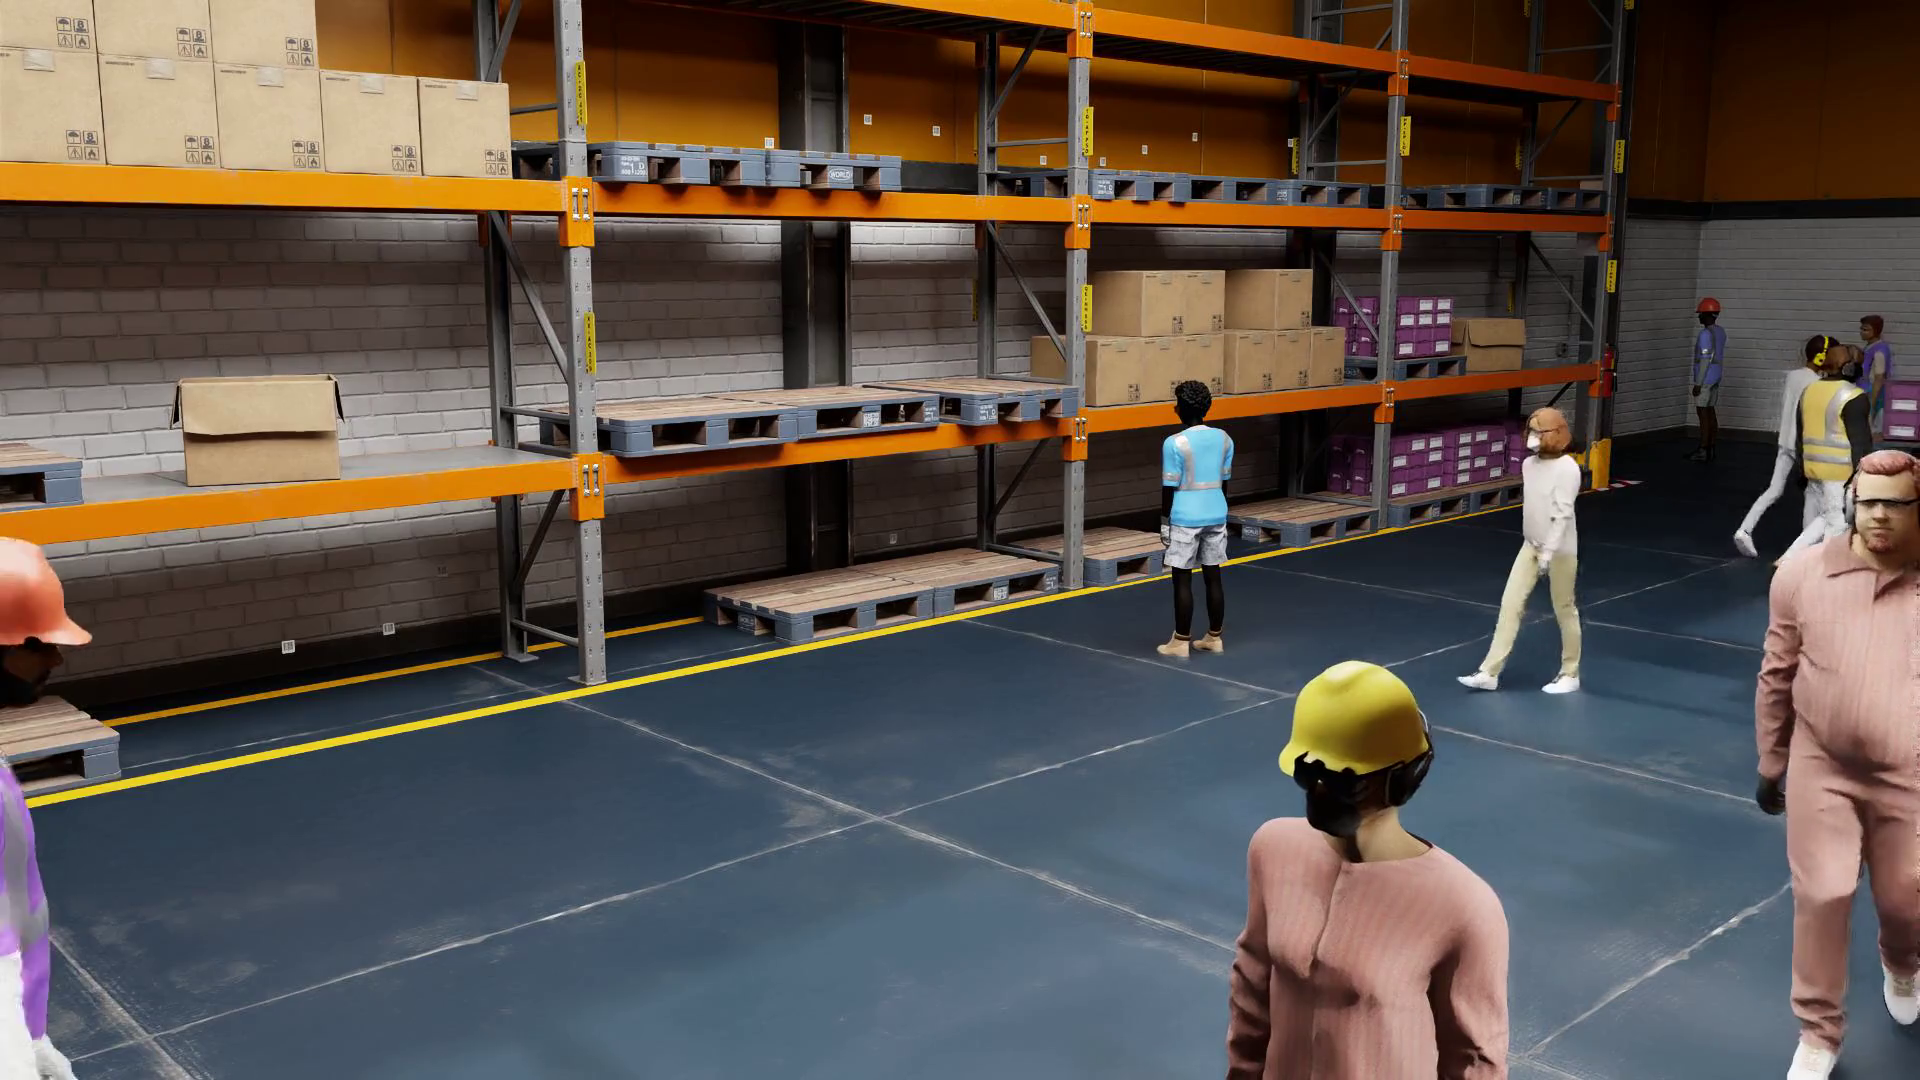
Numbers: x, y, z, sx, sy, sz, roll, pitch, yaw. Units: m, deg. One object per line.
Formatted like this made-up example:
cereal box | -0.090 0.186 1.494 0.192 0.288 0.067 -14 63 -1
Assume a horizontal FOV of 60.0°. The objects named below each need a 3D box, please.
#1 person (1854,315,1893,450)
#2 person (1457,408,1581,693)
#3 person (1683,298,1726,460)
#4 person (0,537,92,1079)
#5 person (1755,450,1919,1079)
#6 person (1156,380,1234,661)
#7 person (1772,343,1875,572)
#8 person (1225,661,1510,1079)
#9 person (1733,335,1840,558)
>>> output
person | 9.656 -1.473 17.614 0.464 1.814 0.622 4 10 21
person | 3.138 0.080 9.151 0.799 1.598 0.503 -4 10 -20
person | 8.910 -1.925 19.909 0.366 1.935 0.552 9 13 43
person | -1.848 0.944 3.177 0.454 1.912 0.562 -6 12 -33
person | 2.712 0.659 4.939 0.664 1.884 0.704 7 12 34
person | 1.417 -0.115 10.037 0.534 1.694 0.321 -6 12 -33
person | 6.131 -0.464 11.681 0.477 1.828 0.629 -1 10 -3
person | 0.670 1.068 2.897 0.330 1.765 0.533 -9 13 -42
person | 6.683 -0.751 13.397 0.936 1.815 0.581 -3 10 -14
